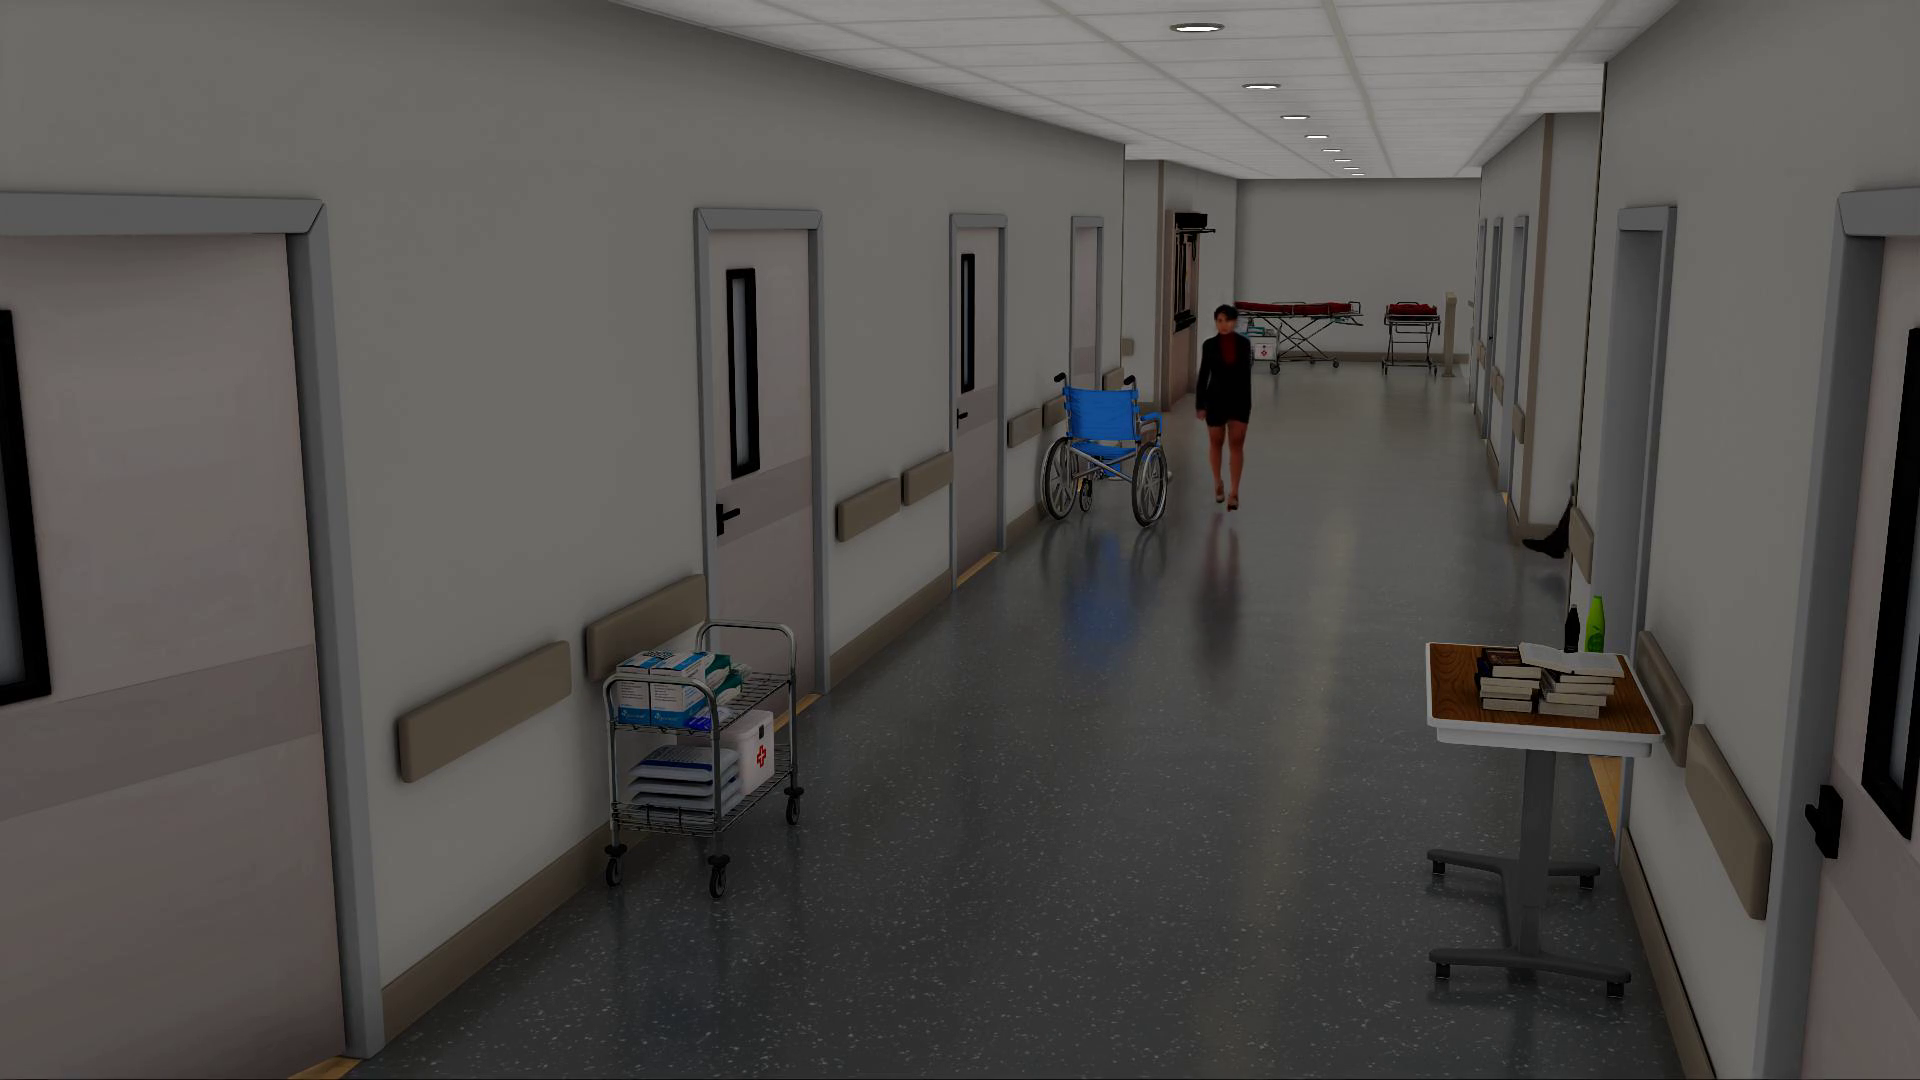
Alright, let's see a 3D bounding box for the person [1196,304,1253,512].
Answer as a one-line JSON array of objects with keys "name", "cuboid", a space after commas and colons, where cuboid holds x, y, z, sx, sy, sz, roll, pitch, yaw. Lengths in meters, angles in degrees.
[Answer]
[{"name": "person", "cuboid": [2.076, -1.012, 13.091, 0.728, 1.590, 1.100, 1, 11, 4]}]
